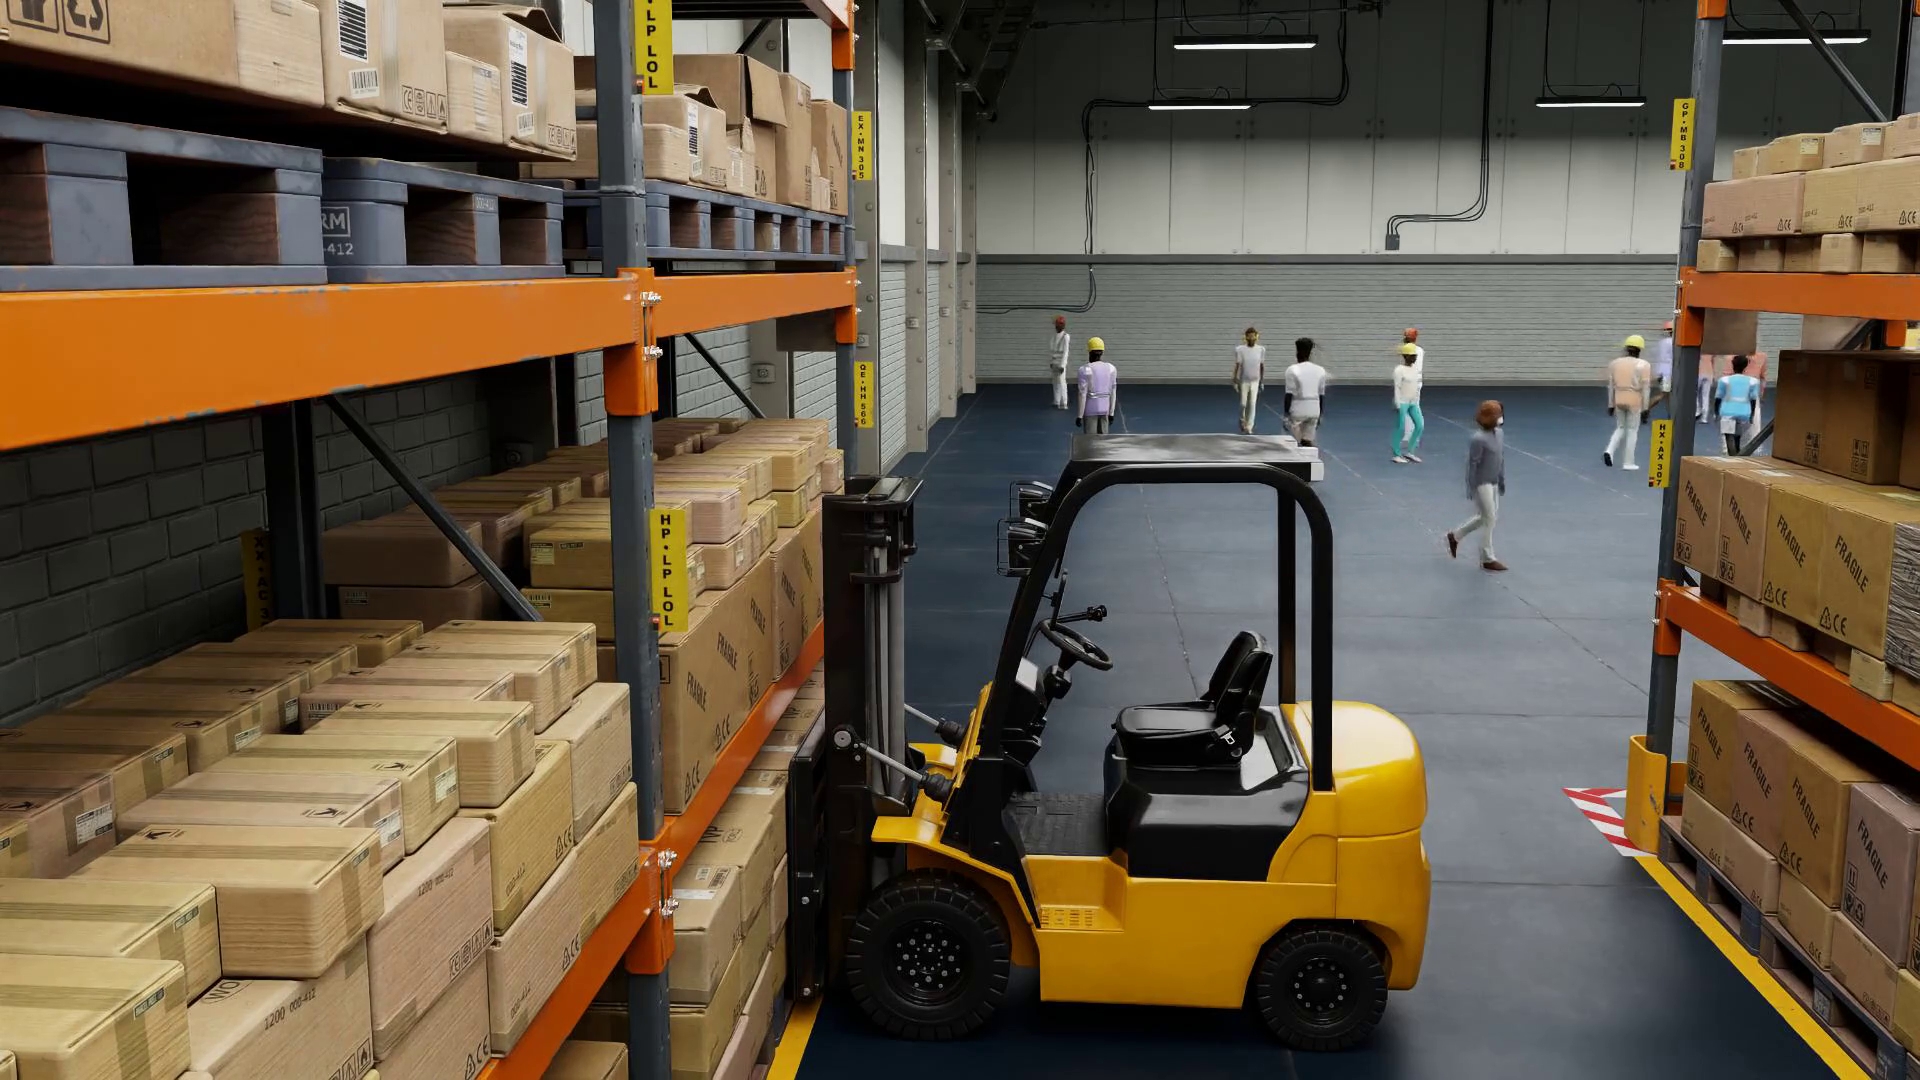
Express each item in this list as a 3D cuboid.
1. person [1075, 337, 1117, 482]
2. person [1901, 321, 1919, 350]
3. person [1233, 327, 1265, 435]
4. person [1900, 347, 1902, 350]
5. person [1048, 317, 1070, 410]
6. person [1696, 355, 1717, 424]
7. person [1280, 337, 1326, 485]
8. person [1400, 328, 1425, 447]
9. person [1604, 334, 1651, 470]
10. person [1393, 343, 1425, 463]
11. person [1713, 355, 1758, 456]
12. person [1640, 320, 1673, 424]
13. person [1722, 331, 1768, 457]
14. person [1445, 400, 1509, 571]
[{"bbox_3d":[1.774,-1.692,21.835,0.594,1.926,0.367,-6,11,-30],"label":"person"},{"bbox_3d":[19.889,-3.778,34.884,0.636,1.800,0.937,4,10,25],"label":"person"},{"bbox_3d":[4.899,-2.699,28.233,0.514,1.845,0.689,1,9,4],"label":"person"},{"bbox_3d":[11.798,-1.566,21.196,0.985,1.883,0.549,-4,10,-22],"label":"person"},{"bbox_3d":[1.955,-3.520,33.172,0.348,1.856,0.709,-5,11,-27],"label":"person"},{"bbox_3d":[13.464,-2.981,30.196,0.533,1.754,0.387,0,9,2],"label":"person"},{"bbox_3d":[4.384,-1.619,21.312,0.641,1.949,0.444,-4,10,-23],"label":"person"},{"bbox_3d":[7.105,-2.401,26.270,0.359,1.883,0.573,9,13,43],"label":"person"},{"bbox_3d":[9.347,-1.918,23.280,0.493,1.911,0.587,-7,11,-35],"label":"person"},{"bbox_3d":[6.507,-1.971,24.064,0.543,1.747,0.529,-6,11,-31],"label":"person"},{"bbox_3d":[10.652,-1.711,22.839,0.536,1.660,0.890,2,10,11],"label":"person"},{"bbox_3d":[12.636,-3.001,29.856,0.878,1.904,0.562,0,9,2],"label":"person"},{"bbox_3d":[11.495,-2.105,24.285,0.677,1.943,0.974,0,9,-1],"label":"person"},{"bbox_3d":[4.926,-0.531,15.733,0.628,1.614,0.508,8,13,41],"label":"person"}]
